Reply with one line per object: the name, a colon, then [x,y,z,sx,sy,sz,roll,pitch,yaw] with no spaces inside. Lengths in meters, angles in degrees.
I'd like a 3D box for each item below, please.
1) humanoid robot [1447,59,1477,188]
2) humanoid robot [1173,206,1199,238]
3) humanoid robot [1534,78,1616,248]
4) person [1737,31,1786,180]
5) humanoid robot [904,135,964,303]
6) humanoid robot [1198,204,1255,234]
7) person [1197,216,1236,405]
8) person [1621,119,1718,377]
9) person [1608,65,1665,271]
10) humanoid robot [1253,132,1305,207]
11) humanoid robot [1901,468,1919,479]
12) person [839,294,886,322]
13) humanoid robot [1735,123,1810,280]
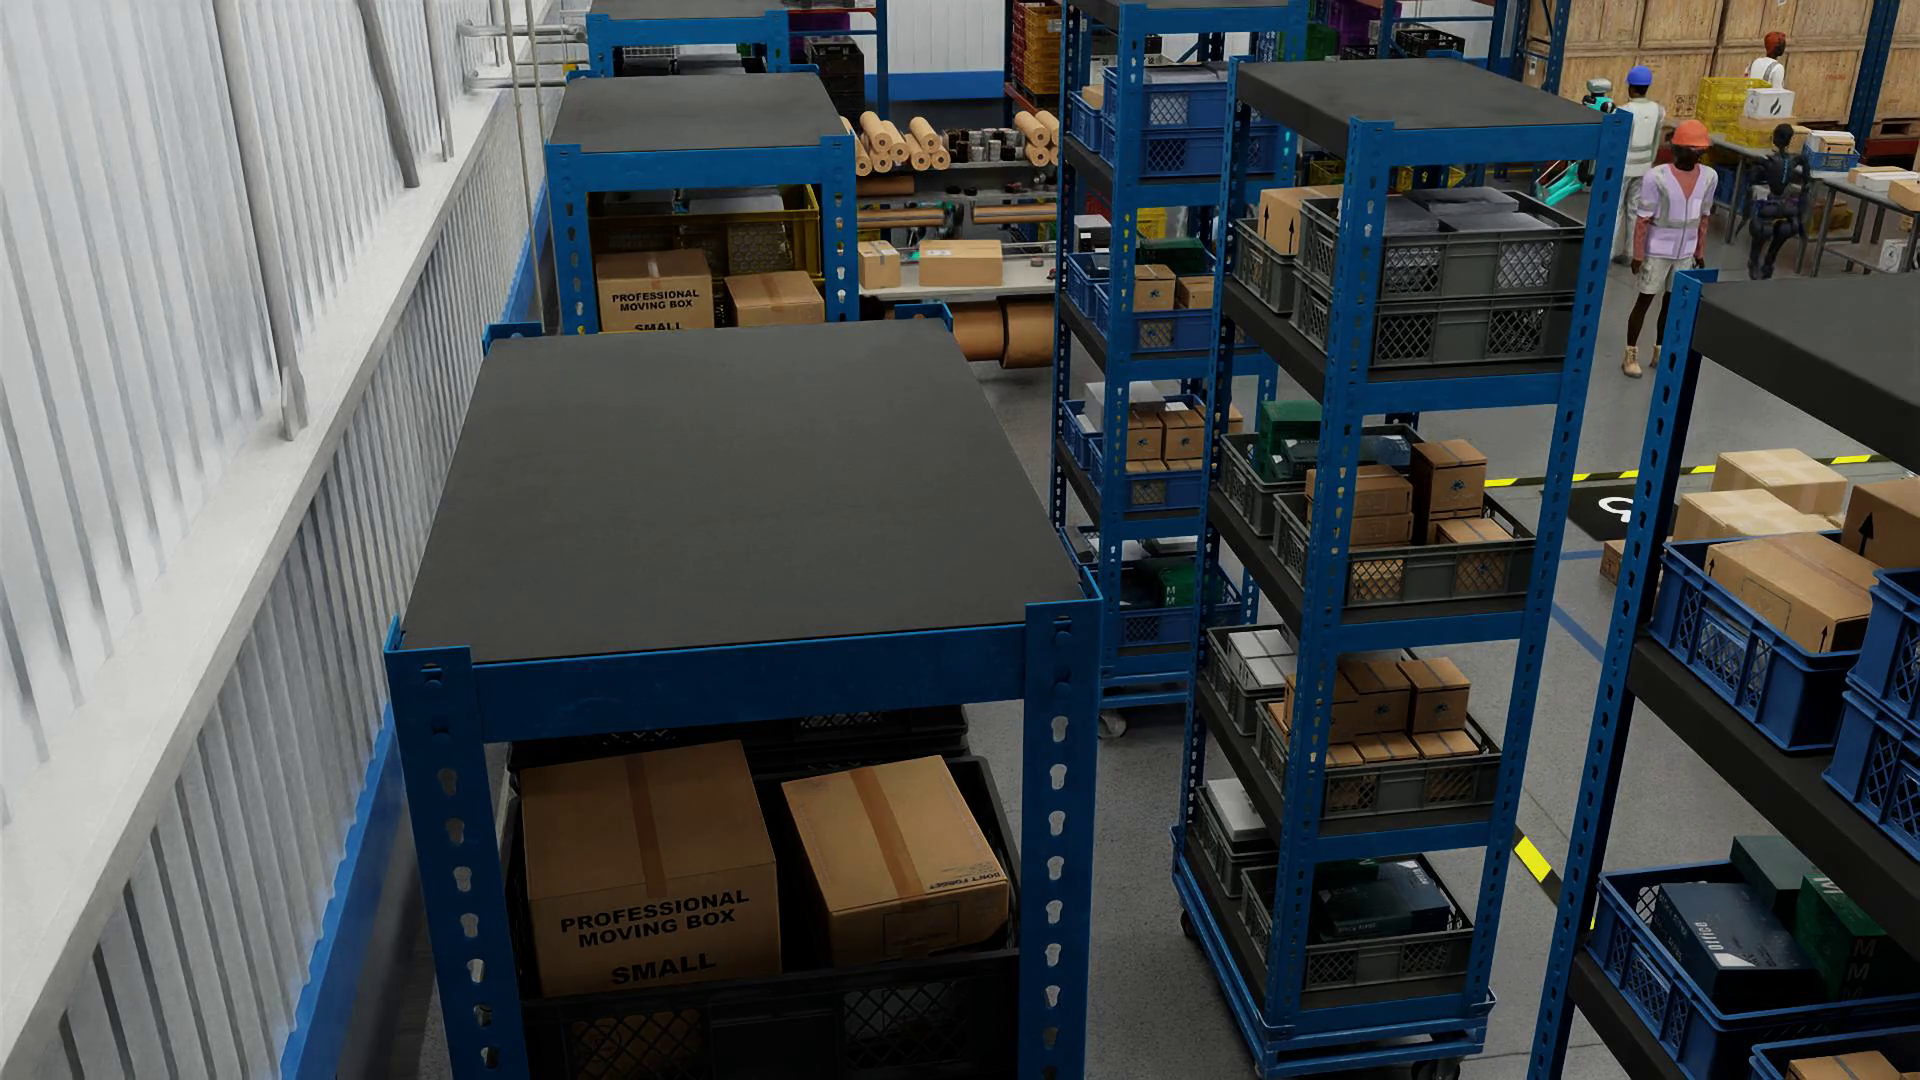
humanoid robot: [5.507,-4.387,18.141,0.599,1.637,0.381,-14,28,-28]
humanoid robot: [2.382,-3.797,16.754,0.538,1.763,0.673,9,26,18]
humanoid robot: [5.981,-3.686,16.435,0.728,1.694,0.532,-2,25,-4]
person: [8.970,-4.719,18.624,0.356,1.884,0.573,-4,25,-9]
humanoid robot: [-0.334,-2.412,13.820,0.542,1.771,0.980,9,26,20]
humanoid robot: [2.447,-3.056,15.294,0.613,1.649,0.611,-9,26,-19]
person: [1.685,-1.257,11.142,0.396,1.847,0.587,-4,25,-8]
person: [5.618,-2.288,13.148,0.613,2.045,0.363,-3,25,-7]
person: [6.451,-3.592,16.098,0.613,1.945,0.402,-9,26,-19]
humanoid robot: [2.989,-3.273,15.567,0.530,1.727,0.693,-1,25,-3]
humanoid robot: [6.443,-1.131,10.839,0.735,1.678,0.533,-12,27,-25]
person: [-0.487,-0.404,9.149,0.612,1.960,0.362,23,33,40]
humanoid robot: [7.340,-2.884,14.898,0.606,1.619,0.569,1,25,3]
